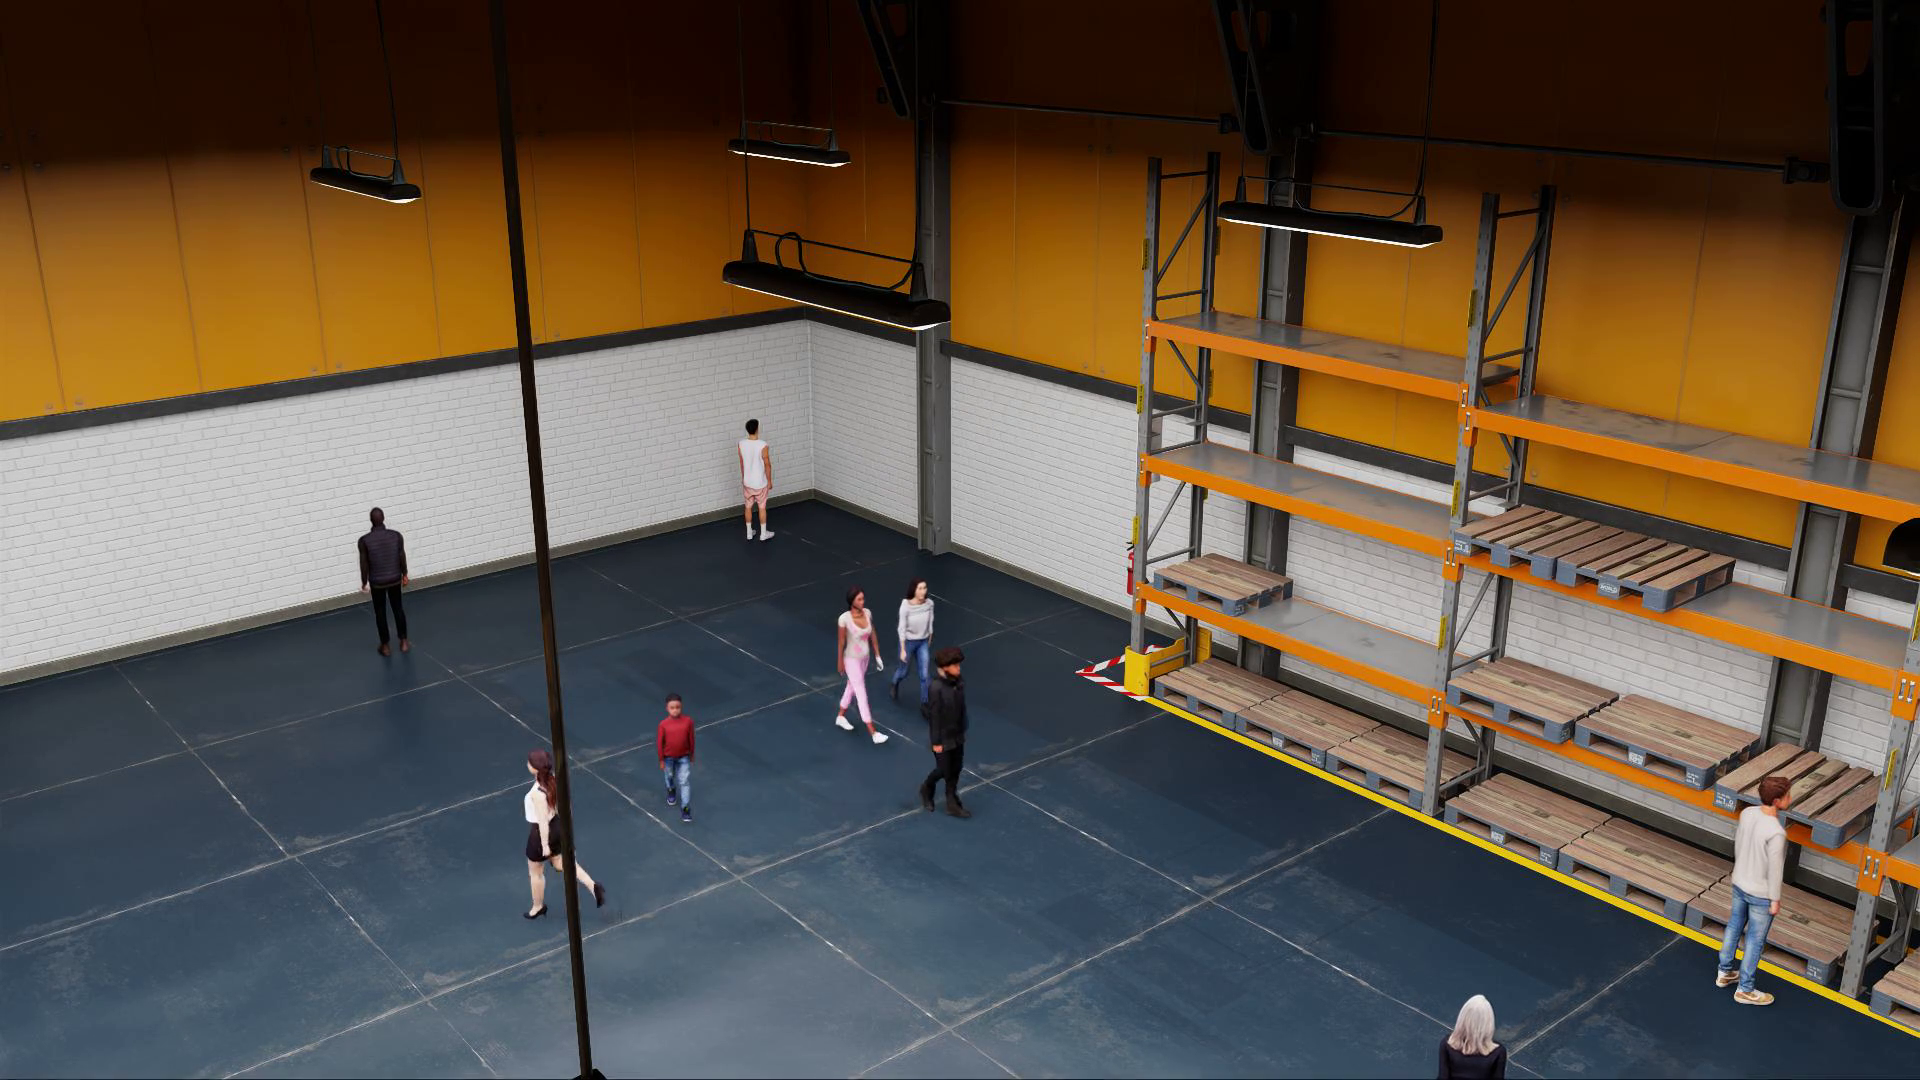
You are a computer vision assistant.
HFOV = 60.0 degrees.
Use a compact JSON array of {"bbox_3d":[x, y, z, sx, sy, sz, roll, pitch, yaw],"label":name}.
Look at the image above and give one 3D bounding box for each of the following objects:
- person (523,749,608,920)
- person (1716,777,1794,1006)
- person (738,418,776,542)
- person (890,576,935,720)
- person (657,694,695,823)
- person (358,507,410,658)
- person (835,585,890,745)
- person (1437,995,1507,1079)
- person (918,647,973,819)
[{"bbox_3d":[-3.439,2.535,14.187,1.034,1.629,0.960,2,19,5],"label":"person"},{"bbox_3d":[6.292,2.741,13.149,0.816,1.902,0.686,-3,19,-10],"label":"person"},{"bbox_3d":[-2.968,-0.877,24.063,0.686,1.791,0.790,6,20,18],"label":"person"},{"bbox_3d":[-0.550,1.155,18.324,0.777,1.604,1.081,-9,20,-24],"label":"person"},{"bbox_3d":[-2.777,2.060,16.205,0.764,1.240,0.959,-4,19,-12],"label":"person"},{"bbox_3d":[-6.902,0.487,19.947,0.731,1.835,0.607,-11,22,-30],"label":"person"},{"bbox_3d":[-1.157,1.300,17.751,0.635,1.694,1.146,-18,25,-42],"label":"person"},{"bbox_3d":[3.228,3.675,10.617,0.679,1.746,0.764,5,19,14],"label":"person"},{"bbox_3d":[-0.178,1.846,16.019,0.830,1.766,0.700,15,24,38],"label":"person"}]
